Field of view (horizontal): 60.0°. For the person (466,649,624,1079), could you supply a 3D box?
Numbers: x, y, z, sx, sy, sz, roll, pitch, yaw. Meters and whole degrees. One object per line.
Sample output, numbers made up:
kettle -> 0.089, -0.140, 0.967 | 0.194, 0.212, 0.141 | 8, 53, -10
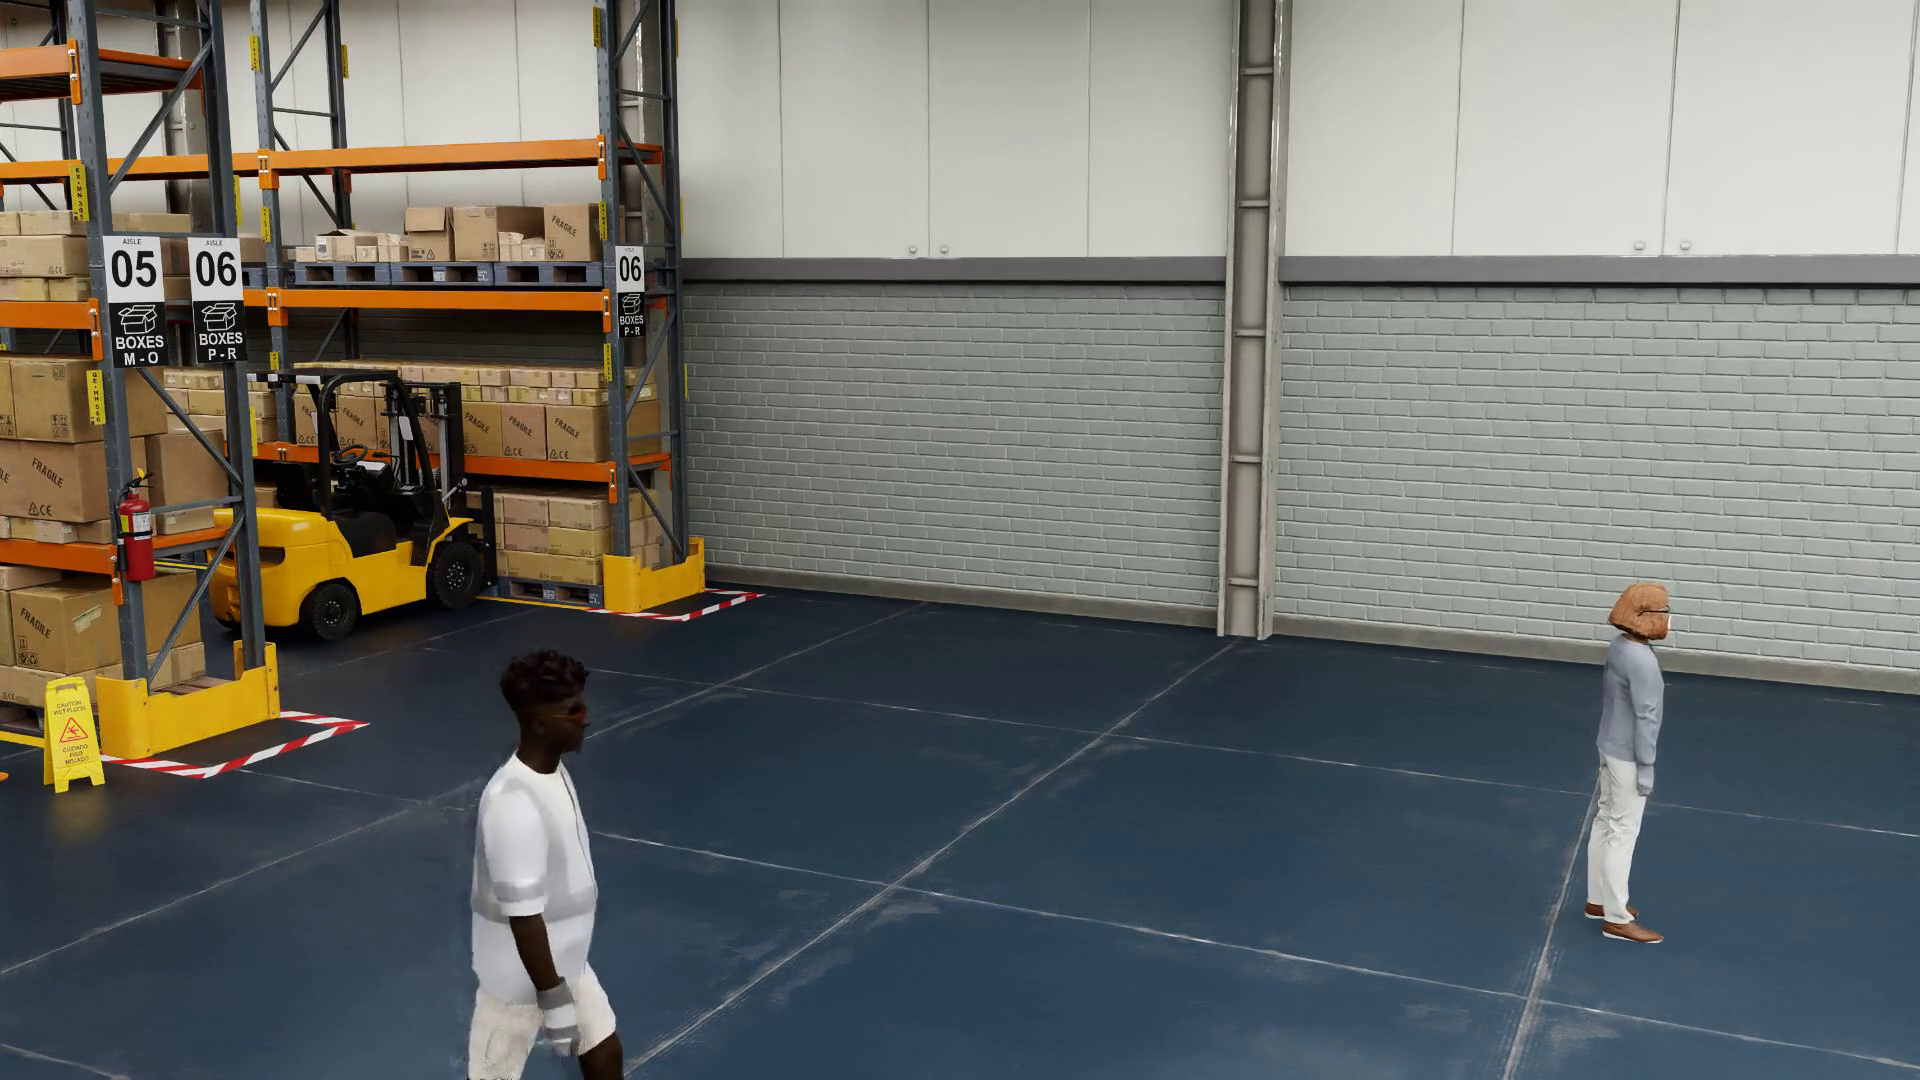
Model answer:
person -> -1.305, 1.266, 5.075 | 1.043, 1.914, 0.615 | 0, 9, -1

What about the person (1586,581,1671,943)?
person -> 3.056, 0.992, 7.585 | 0.284, 1.633, 0.501 | 1, 9, 5
